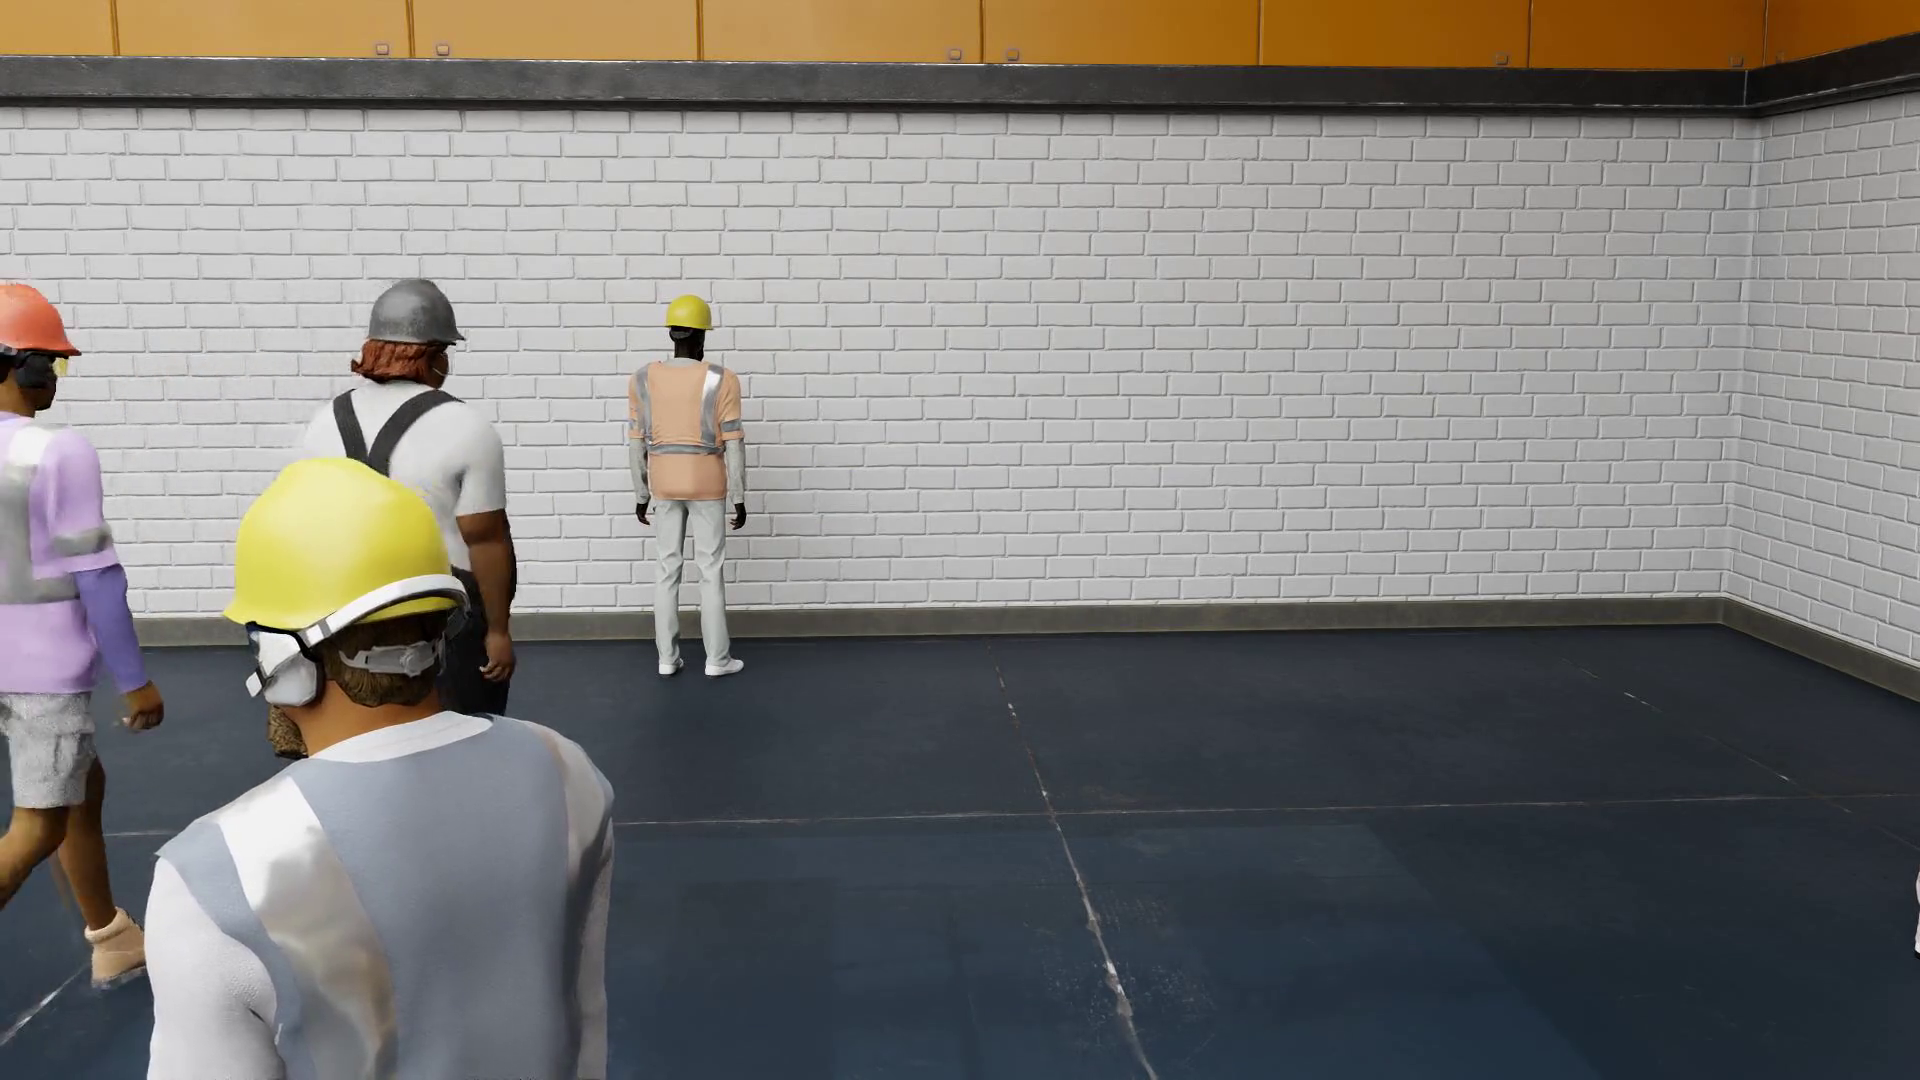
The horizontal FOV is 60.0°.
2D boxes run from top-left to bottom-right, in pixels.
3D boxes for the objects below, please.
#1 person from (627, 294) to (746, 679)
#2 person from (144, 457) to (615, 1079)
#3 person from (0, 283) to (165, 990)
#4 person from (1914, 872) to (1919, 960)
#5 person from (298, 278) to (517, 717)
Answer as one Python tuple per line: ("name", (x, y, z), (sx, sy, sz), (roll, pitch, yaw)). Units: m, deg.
("person", (-1.353, -0.260, 8.342), (0.595, 1.925, 0.370), (2, 9, 10))
("person", (-0.648, 0.817, 1.913), (0.403, 1.826, 0.590), (5, 10, 30))
("person", (-2.501, 0.336, 4.357), (0.601, 2.013, 0.985), (5, 10, 29))
("person", (3.005, 0.336, 4.669), (0.409, 1.907, 0.648), (-2, 9, -10))
("person", (-1.673, 0.201, 5.093), (0.692, 2.000, 0.729), (4, 10, 22))
